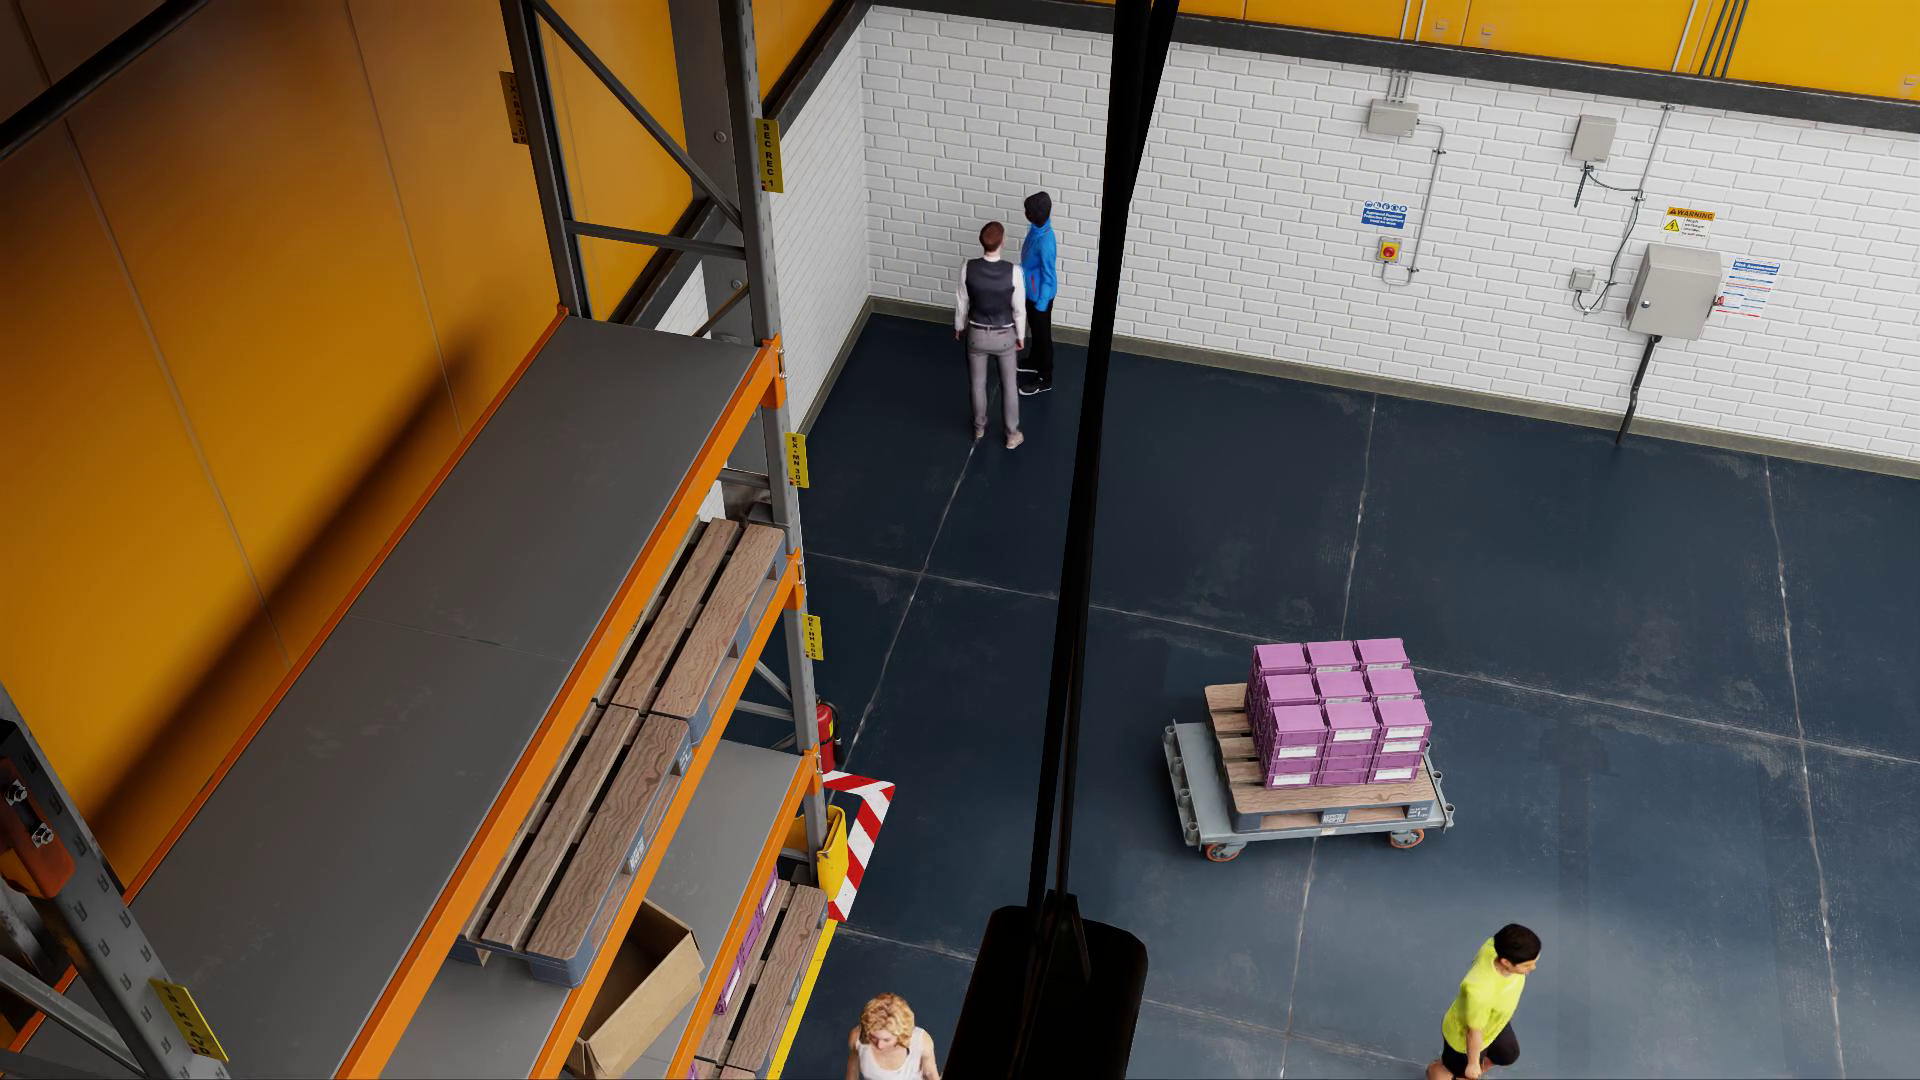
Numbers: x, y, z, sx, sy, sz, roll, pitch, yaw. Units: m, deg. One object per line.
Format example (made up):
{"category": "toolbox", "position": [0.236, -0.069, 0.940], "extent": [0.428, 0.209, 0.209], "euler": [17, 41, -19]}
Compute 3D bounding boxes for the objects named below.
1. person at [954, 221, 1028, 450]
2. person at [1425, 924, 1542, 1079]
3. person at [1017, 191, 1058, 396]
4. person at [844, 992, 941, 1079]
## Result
{"category": "person", "position": [0.244, -1.543, 12.485], "extent": [0.745, 1.950, 0.726], "euler": [3, 44, 4]}
{"category": "person", "position": [2.569, 2.427, 8.503], "extent": [0.803, 1.693, 0.695], "euler": [26, 50, 25]}
{"category": "person", "position": [0.631, -1.952, 13.021], "extent": [0.752, 1.801, 0.629], "euler": [-8, 44, -8]}
{"category": "person", "position": [-0.294, 2.658, 8.286], "extent": [0.639, 1.659, 0.572], "euler": [6, 44, 7]}
